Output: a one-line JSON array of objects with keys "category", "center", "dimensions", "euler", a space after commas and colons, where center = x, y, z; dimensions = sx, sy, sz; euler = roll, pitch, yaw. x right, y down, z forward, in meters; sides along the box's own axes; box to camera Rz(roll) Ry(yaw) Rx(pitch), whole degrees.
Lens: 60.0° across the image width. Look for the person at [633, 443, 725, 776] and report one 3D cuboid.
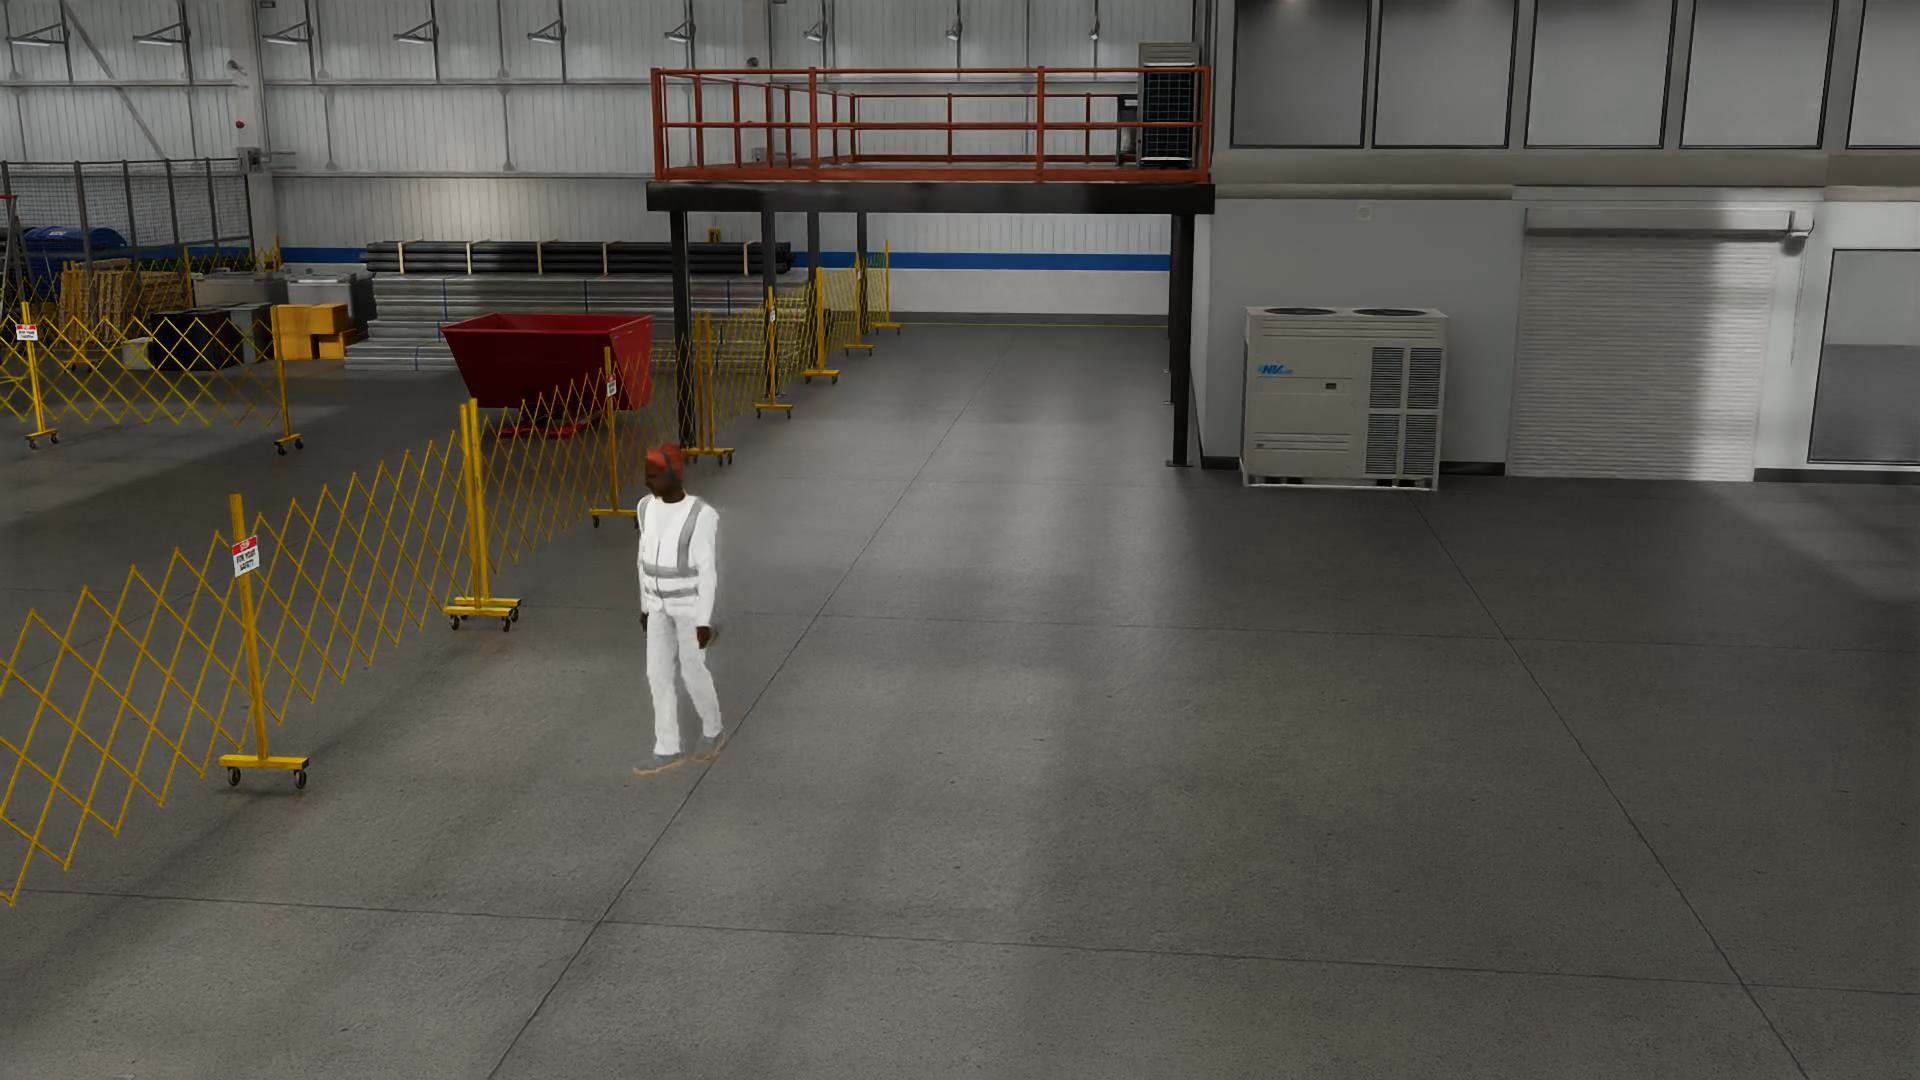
[{"category": "person", "center": [-1.570, 0.380, 9.358], "dimensions": [0.635, 1.865, 0.645], "euler": [9, 16, 31]}]
